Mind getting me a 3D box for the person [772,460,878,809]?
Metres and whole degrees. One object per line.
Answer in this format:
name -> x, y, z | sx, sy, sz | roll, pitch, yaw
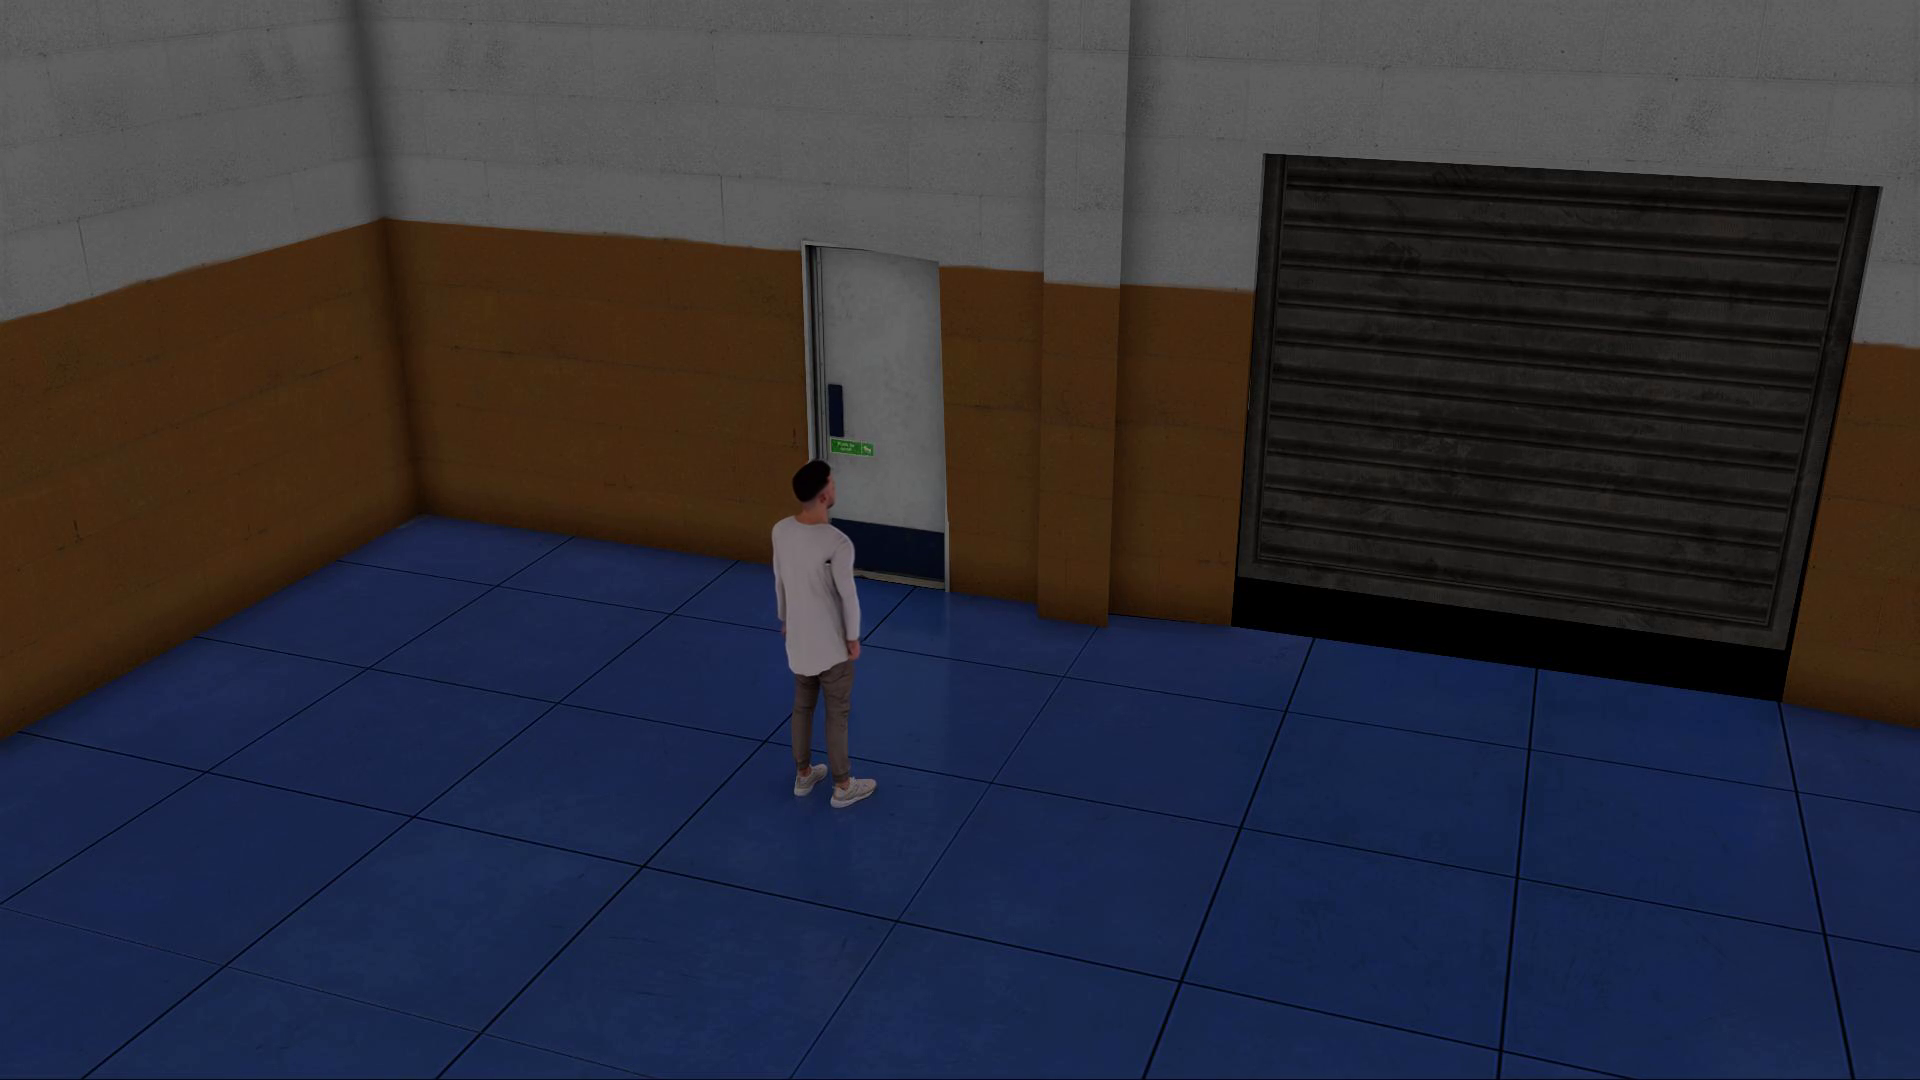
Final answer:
person -> -0.711, 0.469, 8.387 | 0.603, 1.840, 0.781 | 15, 26, 33
